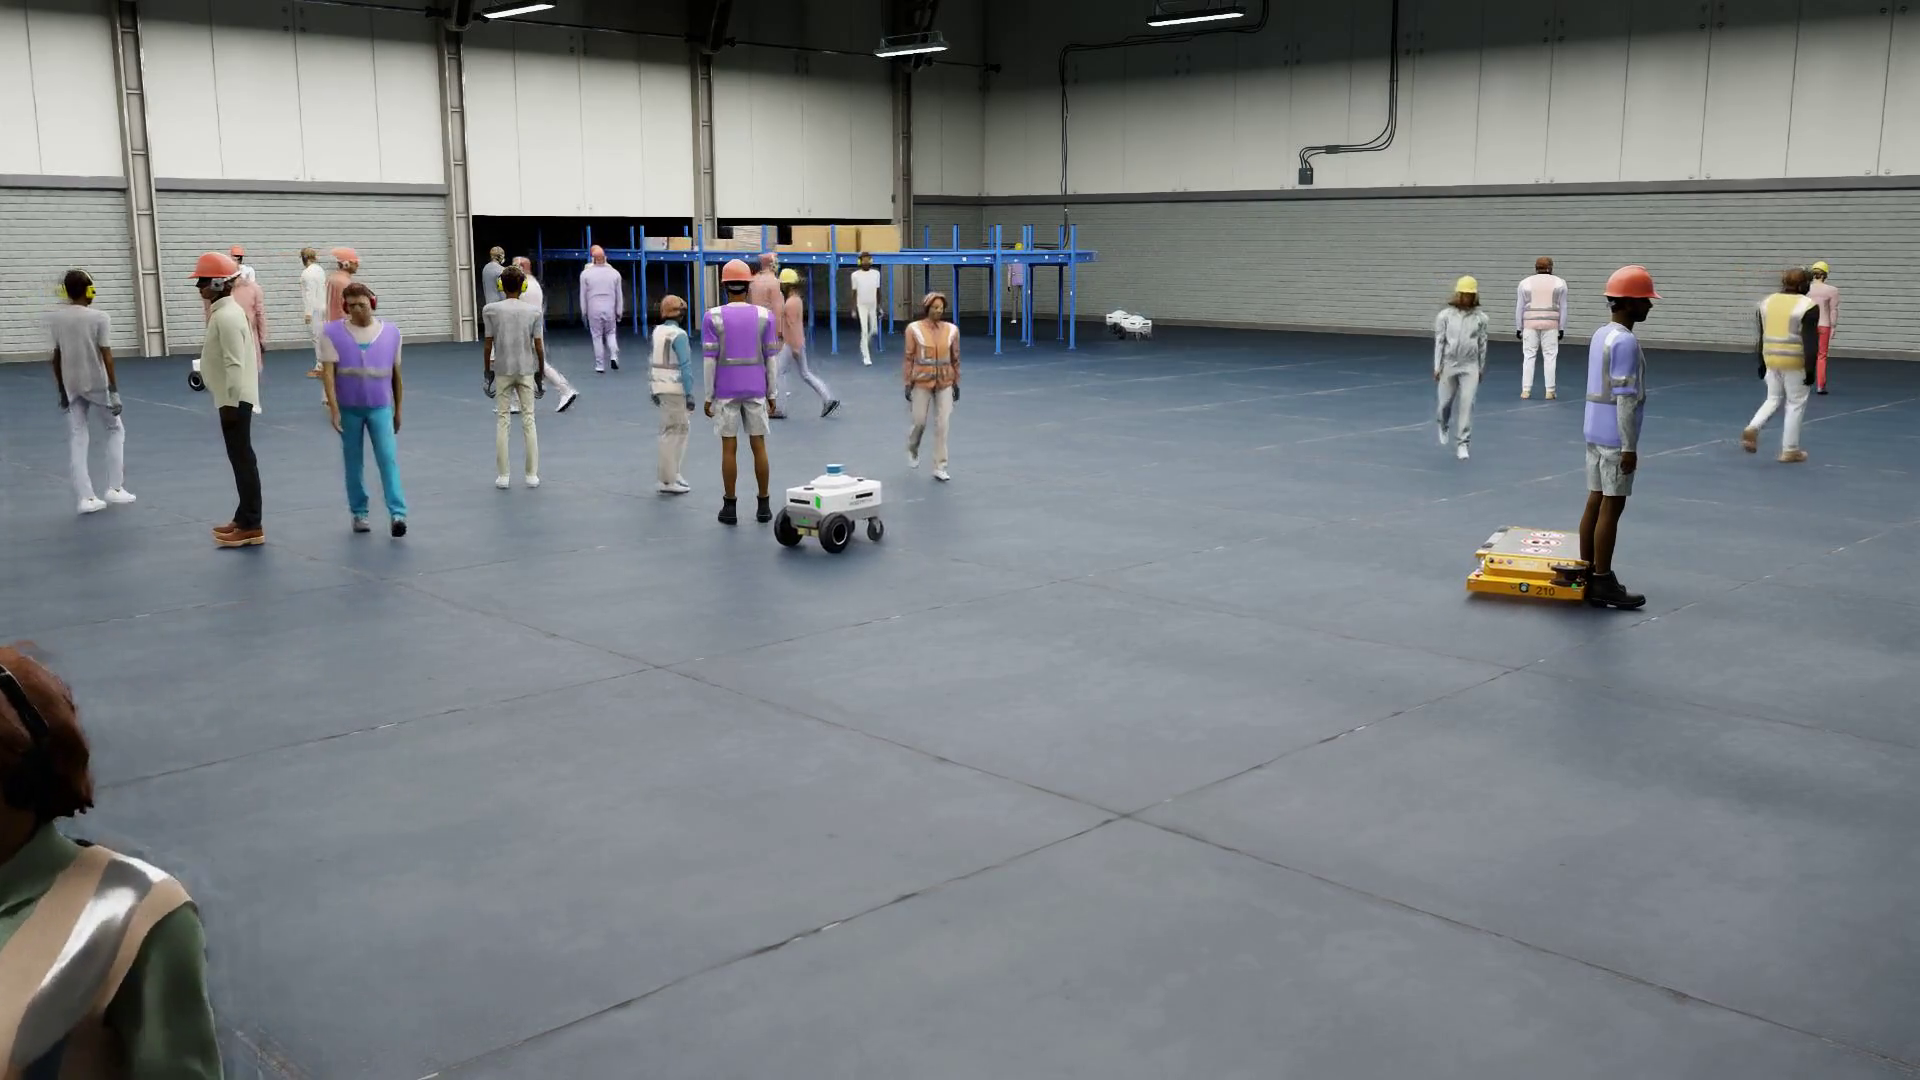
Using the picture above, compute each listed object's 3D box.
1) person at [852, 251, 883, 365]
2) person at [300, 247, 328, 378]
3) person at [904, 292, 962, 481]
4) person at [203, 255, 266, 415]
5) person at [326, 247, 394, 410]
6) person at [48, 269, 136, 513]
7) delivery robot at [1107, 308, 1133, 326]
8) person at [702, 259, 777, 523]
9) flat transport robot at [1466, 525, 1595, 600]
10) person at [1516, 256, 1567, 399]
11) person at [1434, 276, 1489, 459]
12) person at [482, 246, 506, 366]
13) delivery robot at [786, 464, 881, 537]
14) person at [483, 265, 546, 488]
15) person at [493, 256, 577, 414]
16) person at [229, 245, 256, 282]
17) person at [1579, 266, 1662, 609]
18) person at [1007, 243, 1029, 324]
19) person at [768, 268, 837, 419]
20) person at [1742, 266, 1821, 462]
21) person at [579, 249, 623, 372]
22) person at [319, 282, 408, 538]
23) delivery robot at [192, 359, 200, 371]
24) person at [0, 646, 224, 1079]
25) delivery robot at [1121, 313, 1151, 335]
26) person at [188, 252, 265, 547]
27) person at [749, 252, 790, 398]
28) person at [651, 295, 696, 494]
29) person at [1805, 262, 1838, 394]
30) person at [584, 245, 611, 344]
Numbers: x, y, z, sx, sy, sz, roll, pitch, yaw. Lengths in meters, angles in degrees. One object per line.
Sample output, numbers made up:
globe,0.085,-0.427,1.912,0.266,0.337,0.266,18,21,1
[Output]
person,-1.549,-3.844,27.482,0.524,1.861,0.585,-4,11,-21
person,-9.660,-3.410,24.904,0.350,1.935,0.634,-1,10,-4
person,-0.247,-1.349,14.487,0.533,1.620,0.544,-3,11,-18
person,-8.251,-2.299,18.982,0.635,1.889,0.459,-5,12,-26
person,-7.364,-2.585,20.364,0.955,1.954,0.616,-6,12,-30
person,-6.702,-1.163,12.882,0.565,1.847,0.673,0,10,2
delivery robot,3.466,-4.792,36.071,0.477,0.478,0.707,-4,11,-21
person,-1.635,-1.104,12.335,0.551,1.932,0.376,-3,11,-16
flat transport robot,3.600,0.121,10.315,0.652,0.197,1.431,5,12,25
person,7.554,-2.763,21.648,0.624,1.841,0.430,4,11,20
person,4.818,-1.679,16.026,0.493,1.727,0.636,2,11,10
person,-7.497,-3.791,26.991,0.373,1.936,0.629,-10,14,-43
delivery robot,-0.865,-0.280,11.469,0.477,0.478,0.707,8,13,36
person,-3.767,-1.379,14.054,0.517,1.865,0.327,-3,11,-16
person,-5.101,-2.450,19.897,0.916,1.873,0.660,0,10,-1
person,-12.322,-4.063,28.464,0.551,1.934,0.373,-4,11,-21
person,3.777,-0.594,9.549,0.362,1.938,0.545,1,10,3
person,1.428,-6.171,39.977,0.591,1.930,0.353,0,10,-1
person,-1.871,-2.276,19.272,0.835,1.736,0.519,2,11,9
person,7.730,-1.645,15.584,0.584,1.821,0.640,-4,11,-23
person,-5.581,-3.559,25.835,0.643,1.893,0.423,-4,11,-22
person,-4.167,-0.905,11.689,0.554,1.779,0.969,-5,11,-25
delivery robot,-10.208,-2.391,22.979,0.707,0.478,0.477,2,11,9
person,-1.163,0.925,2.116,0.519,1.628,0.411,3,11,15
delivery robot,3.586,-4.385,33.854,0.477,0.478,0.707,-6,12,-28
person,-5.018,-0.966,11.418,0.384,1.996,0.610,-4,11,-22
person,-2.506,-2.804,21.726,0.495,1.887,0.663,-8,13,-37
person,-2.334,-1.199,13.696,0.442,1.615,0.629,-7,12,-33
person,11.459,-2.840,22.289,0.524,1.760,0.328,7,12,33
person,-7.143,-4.812,32.598,0.555,1.914,0.695,-8,13,-37
